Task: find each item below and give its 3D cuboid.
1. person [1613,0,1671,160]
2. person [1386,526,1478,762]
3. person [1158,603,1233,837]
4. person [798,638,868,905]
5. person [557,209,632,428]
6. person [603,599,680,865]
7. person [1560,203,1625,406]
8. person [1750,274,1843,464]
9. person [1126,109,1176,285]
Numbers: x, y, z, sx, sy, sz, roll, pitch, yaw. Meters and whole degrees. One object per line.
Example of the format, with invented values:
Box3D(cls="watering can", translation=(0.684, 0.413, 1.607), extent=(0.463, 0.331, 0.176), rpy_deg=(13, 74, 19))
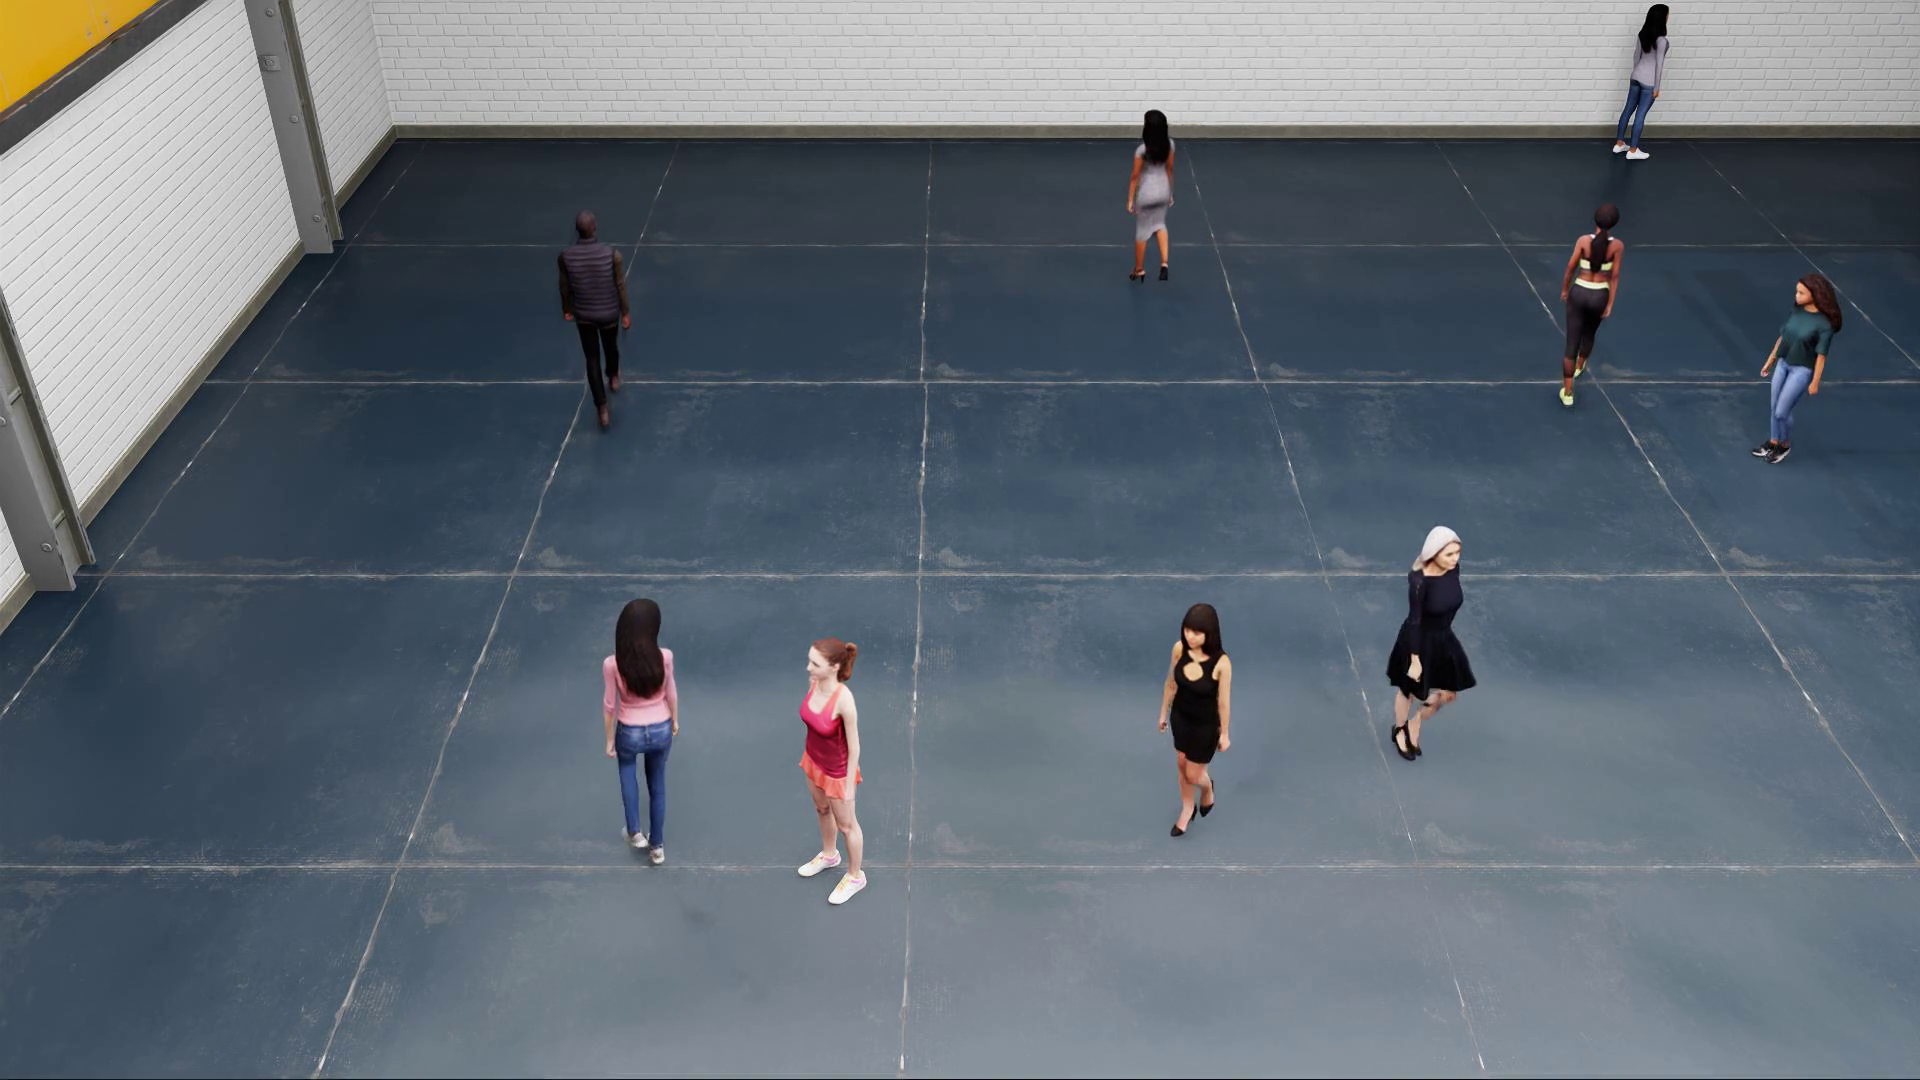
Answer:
Box3D(cls="person", translation=(7.791, -5.232, 18.958), extent=(0.727, 1.736, 0.573), rpy_deg=(-11, 35, -15))
Box3D(cls="person", translation=(2.771, 0.626, 10.147), extent=(0.763, 1.733, 0.819), rpy_deg=(-19, 38, -27))
Box3D(cls="person", translation=(1.414, 1.026, 9.634), extent=(0.739, 1.636, 0.796), rpy_deg=(25, 41, 32))
Box3D(cls="person", translation=(-0.710, 1.247, 9.195), extent=(0.731, 1.754, 0.660), rpy_deg=(-25, 41, -32))
Box3D(cls="person", translation=(-3.020, -1.804, 13.752), extent=(0.822, 1.789, 1.189), rpy_deg=(-4, 34, -7))
Box3D(cls="person", translation=(-1.755, 1.140, 9.386), extent=(0.676, 1.721, 0.697), rpy_deg=(-11, 35, -16))
Box3D(cls="person", translation=(5.285, -1.950, 14.035), extent=(0.798, 1.720, 1.102), rpy_deg=(10, 35, 14))
Box3D(cls="person", translation=(6.712, -1.371, 13.269), extent=(0.735, 1.604, 0.607), rpy_deg=(-8, 35, -12))
Box3D(cls="person", translation=(1.875, -3.238, 15.927), extent=(0.760, 1.772, 0.838), rpy_deg=(-12, 36, -18))
